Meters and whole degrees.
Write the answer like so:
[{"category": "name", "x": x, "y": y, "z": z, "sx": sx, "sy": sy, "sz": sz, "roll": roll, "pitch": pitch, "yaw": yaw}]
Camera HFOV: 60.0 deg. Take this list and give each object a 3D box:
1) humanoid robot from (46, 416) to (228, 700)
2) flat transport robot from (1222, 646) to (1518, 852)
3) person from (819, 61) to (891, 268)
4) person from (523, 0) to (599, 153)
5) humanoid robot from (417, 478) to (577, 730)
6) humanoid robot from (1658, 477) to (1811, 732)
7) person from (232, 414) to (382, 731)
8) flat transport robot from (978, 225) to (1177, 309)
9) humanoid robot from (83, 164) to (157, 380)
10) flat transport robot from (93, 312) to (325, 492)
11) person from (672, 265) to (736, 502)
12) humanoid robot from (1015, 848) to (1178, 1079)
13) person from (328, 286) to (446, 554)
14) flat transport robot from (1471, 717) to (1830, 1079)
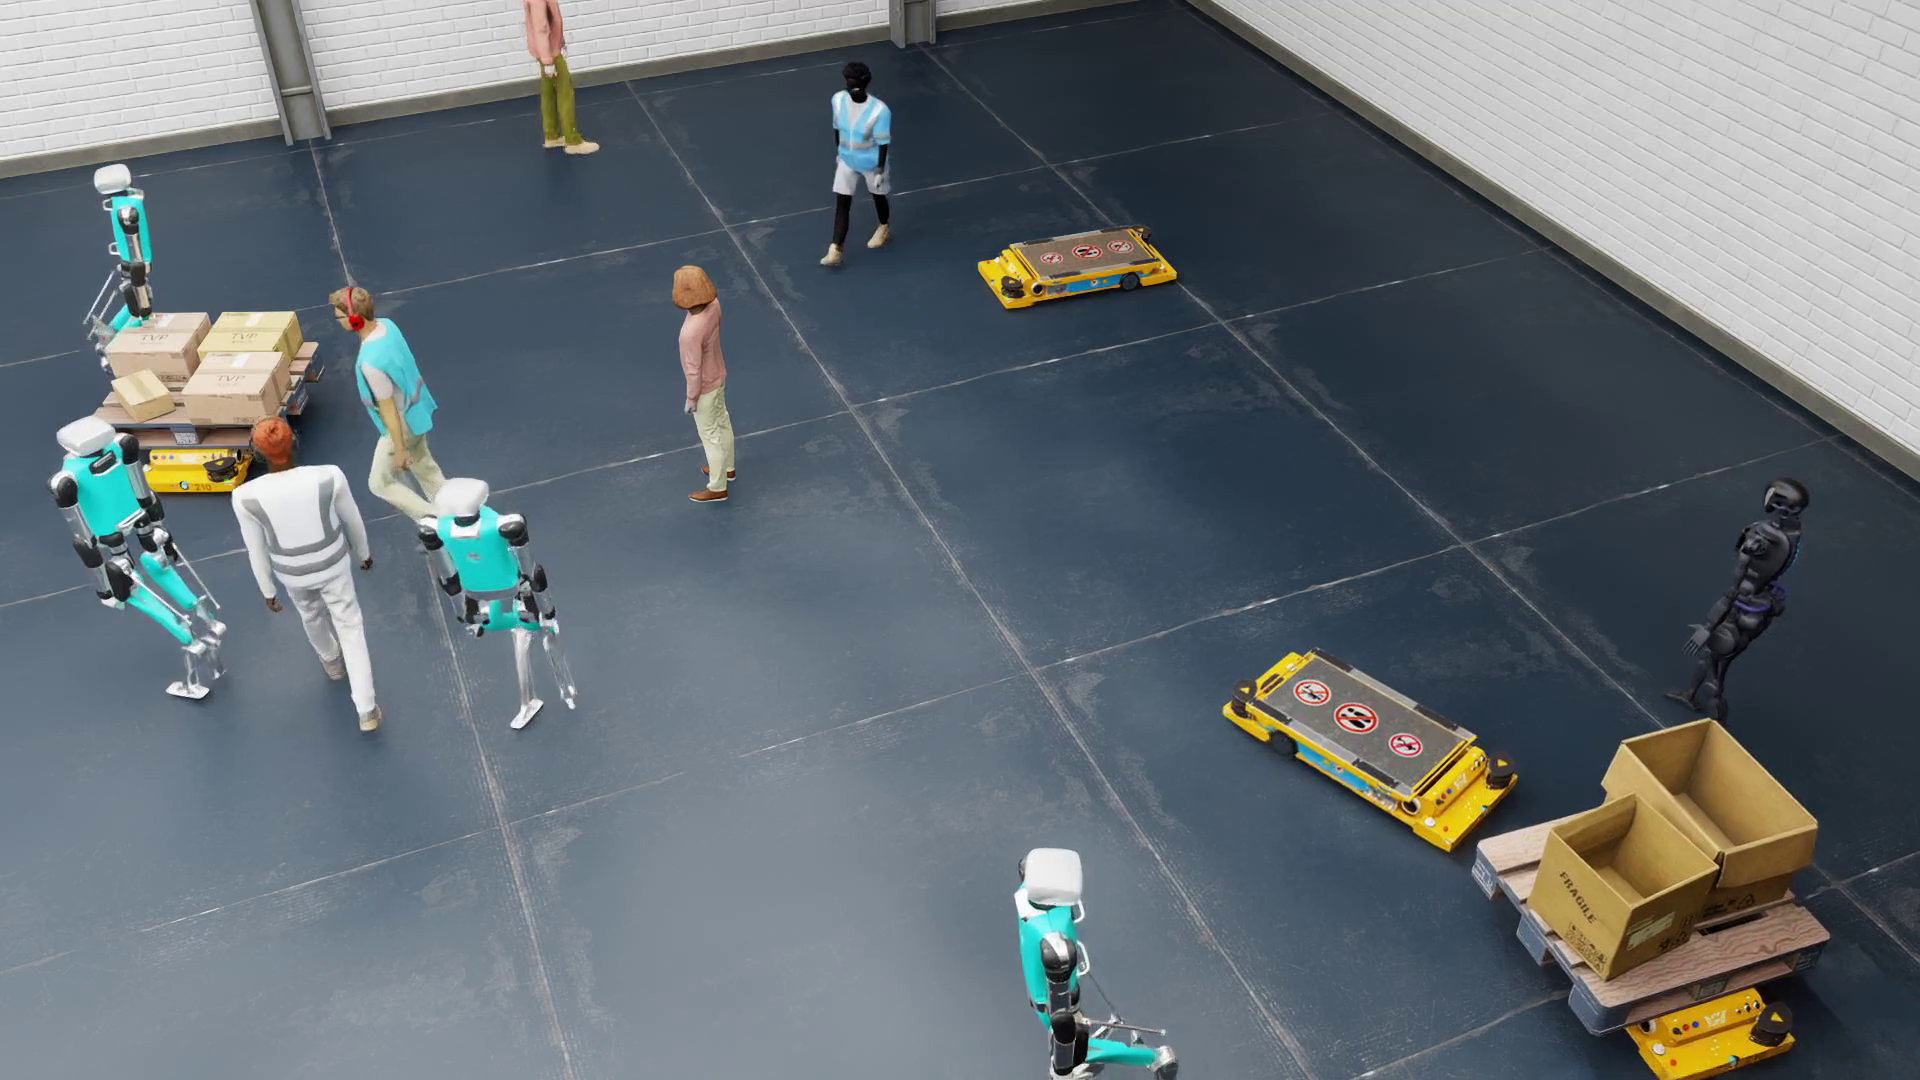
[{"category": "humanoid robot", "x": -4.232, "y": 0.187, "z": 8.827, "sx": 0.671, "sy": 1.797, "sz": 0.533, "roll": 13, "pitch": 40, "yaw": 17}, {"category": "flat transport robot", "x": 2.176, "y": 1.066, "z": 8.885, "sx": 1.431, "sy": 0.231, "sz": 0.659, "roll": 31, "pitch": 47, "yaw": 34}, {"category": "person", "x": -0.789, "y": -2.918, "z": 12.934, "sx": 0.540, "sy": 1.636, "sz": 0.899, "roll": 16, "pitch": 40, "yaw": 20}, {"category": "person", "x": -3.519, "y": -4.291, "z": 14.590, "sx": 0.534, "sy": 1.830, "sz": 0.543, "roll": -9, "pitch": 38, "yaw": -12}, {"category": "humanoid robot", "x": -2.366, "y": 0.280, "z": 8.724, "sx": 0.557, "sy": 1.791, "sz": 0.824, "roll": -1, "pitch": 38, "yaw": -1}, {"category": "humanoid robot", "x": 4.040, "y": 0.386, "z": 8.642, "sx": 0.611, "sy": 1.642, "sz": 0.607, "roll": -26, "pitch": 45, "yaw": -30}, {"category": "person", "x": -3.408, "y": 0.149, "z": 8.795, "sx": 0.580, "sy": 1.843, "sz": 0.935, "roll": -13, "pitch": 39, "yaw": -16}, {"category": "flat transport robot", "x": 0.922, "y": -2.152, "z": 13.074, "sx": 1.431, "sy": 0.231, "sz": 0.659, "roll": -12, "pitch": 39, "yaw": -15}, {"category": "humanoid robot", "x": -5.675, "y": -1.629, "z": 11.175, "sx": 0.744, "sy": 1.768, "sz": 0.531, "roll": -16, "pitch": 40, "yaw": -19}, {"category": "flat transport robot", "x": -5.036, "y": -0.806, "z": 11.322, "sx": 0.659, "sy": 0.231, "sz": 1.431, "roll": 0, "pitch": 38, "yaw": 0}, {"category": "person", "x": -1.609, "y": -0.981, "z": 10.429, "sx": 0.282, "sy": 1.633, "sz": 0.499, "roll": 6, "pitch": 38, "yaw": 8}, {"category": "humanoid robot", "x": 0.641, "y": 1.868, "z": 6.668, "sx": 0.998, "sy": 1.778, "sz": 0.530, "roll": -6, "pitch": 38, "yaw": -8}, {"category": "person", "x": -3.334, "y": -0.679, "z": 9.890, "sx": 0.480, "sy": 1.810, "sz": 0.604, "roll": -4, "pitch": 38, "yaw": -5}, {"category": "flat transport robot", "x": 3.186, "y": 1.869, "z": 7.841, "sx": 0.659, "sy": 0.231, "sz": 1.431, "roll": -12, "pitch": 39, "yaw": -15}]
